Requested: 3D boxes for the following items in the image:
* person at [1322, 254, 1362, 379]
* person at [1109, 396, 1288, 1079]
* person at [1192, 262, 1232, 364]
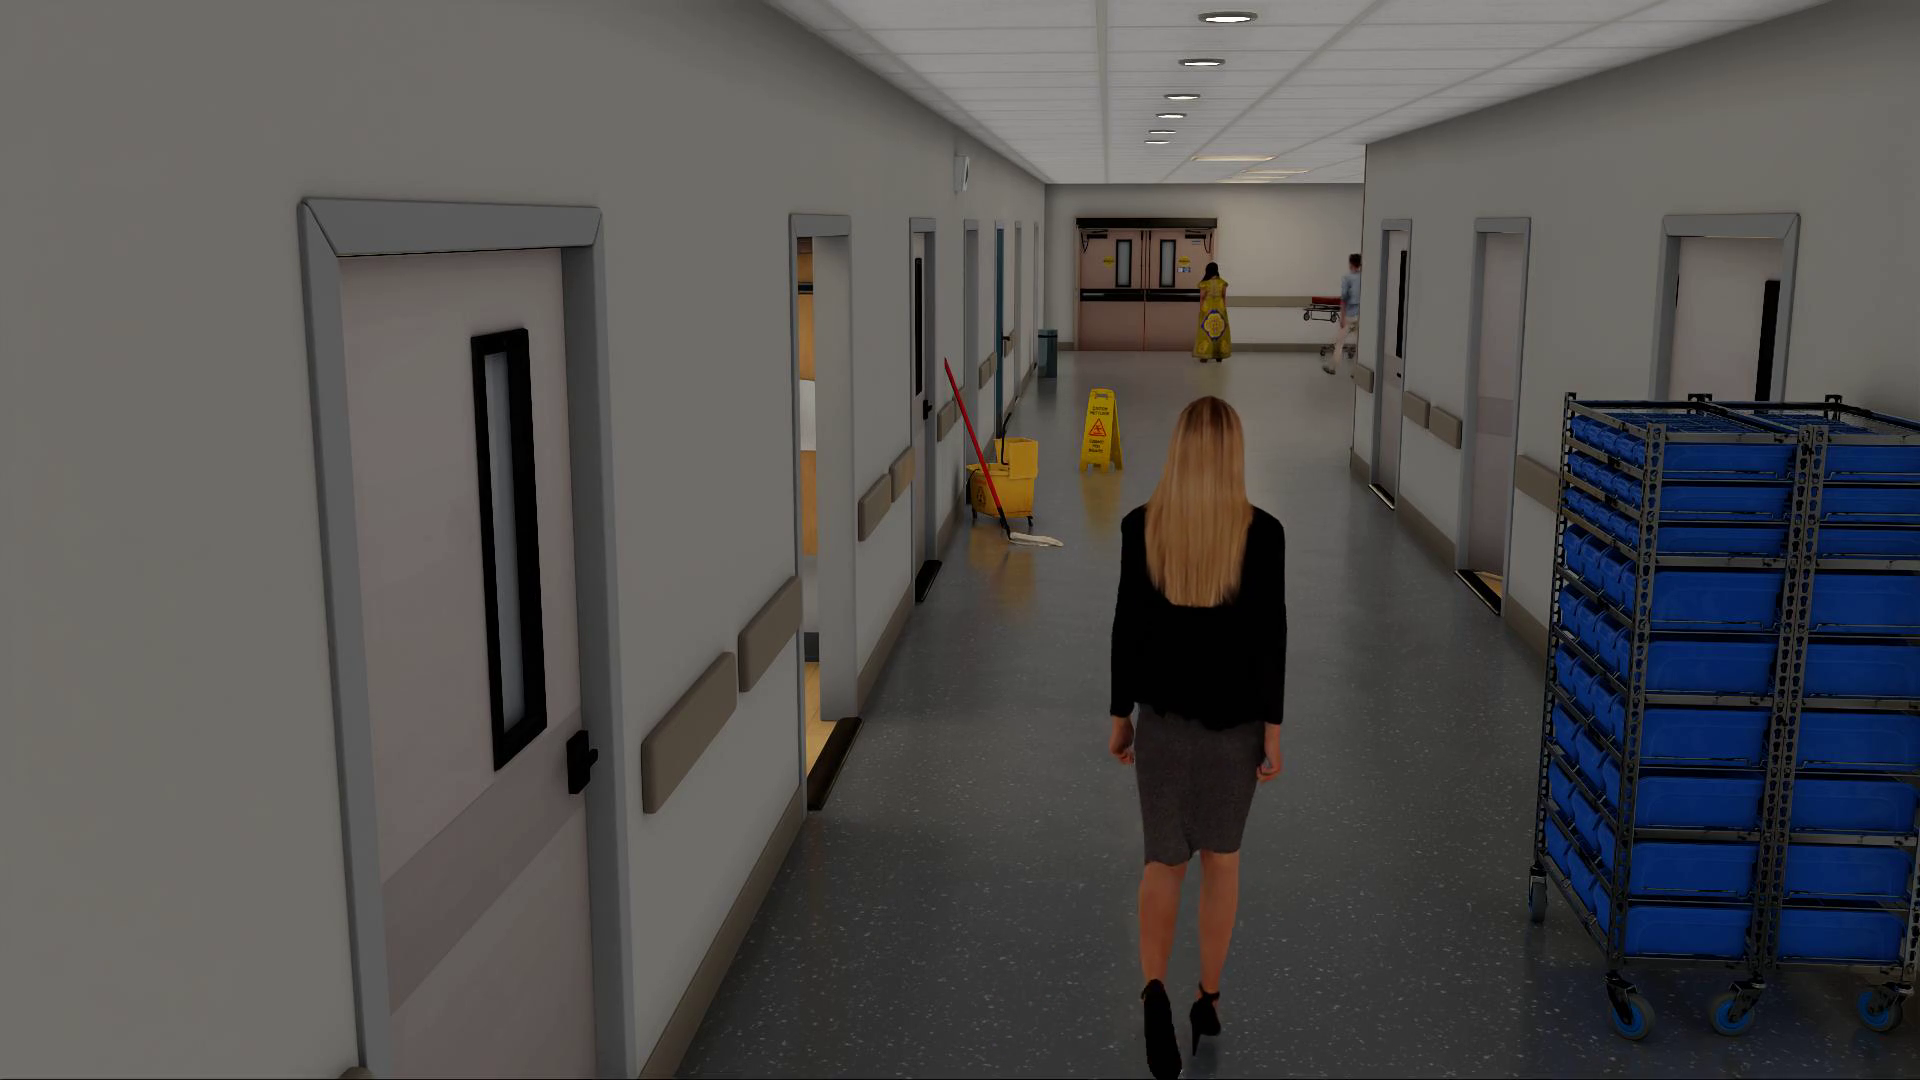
[{"bbox_3d":[5.839,-3.268,24.503,0.980,1.816,1.207,-4,11,-21],"label":"person"},{"bbox_3d":[0.603,0.564,4.290,0.706,1.822,1.051,3,11,14],"label":"person"},{"bbox_3d":[4.210,-3.804,27.747,0.963,1.660,0.932,-3,11,-15],"label":"person"}]
